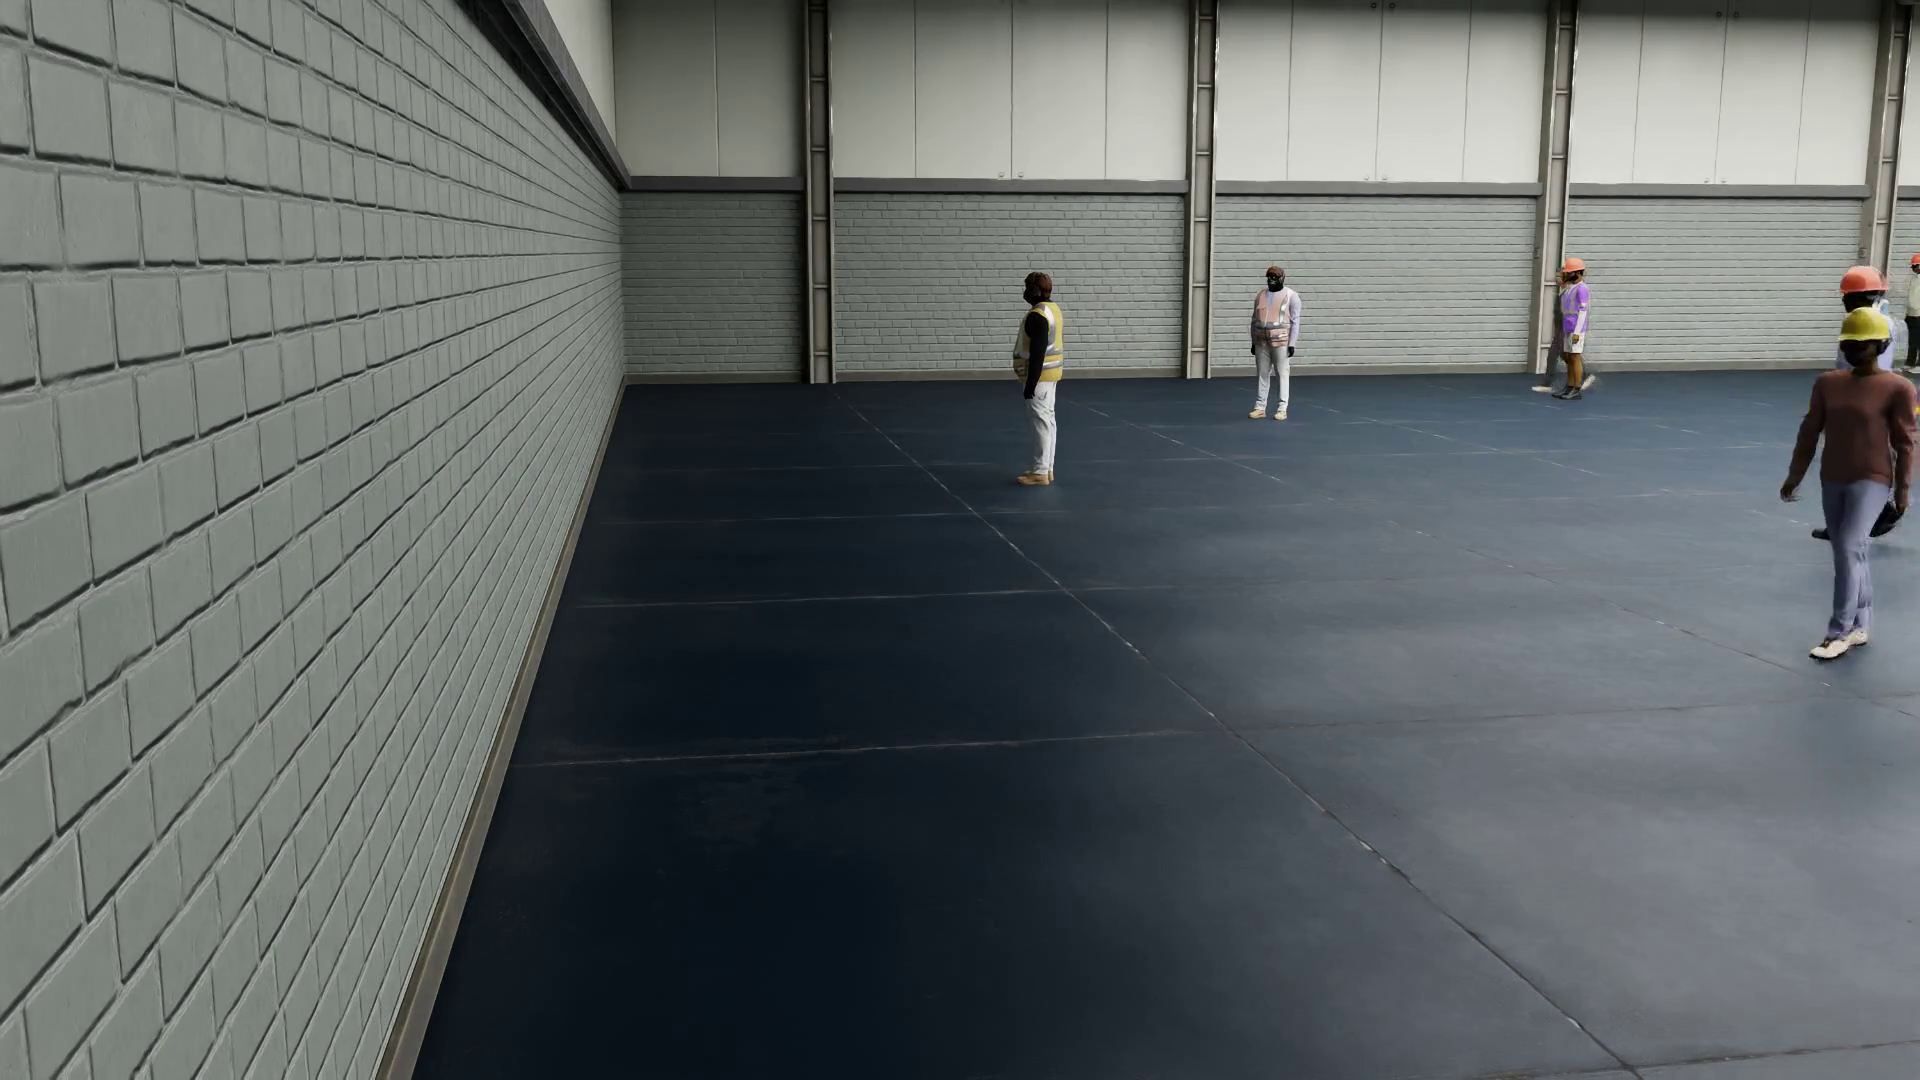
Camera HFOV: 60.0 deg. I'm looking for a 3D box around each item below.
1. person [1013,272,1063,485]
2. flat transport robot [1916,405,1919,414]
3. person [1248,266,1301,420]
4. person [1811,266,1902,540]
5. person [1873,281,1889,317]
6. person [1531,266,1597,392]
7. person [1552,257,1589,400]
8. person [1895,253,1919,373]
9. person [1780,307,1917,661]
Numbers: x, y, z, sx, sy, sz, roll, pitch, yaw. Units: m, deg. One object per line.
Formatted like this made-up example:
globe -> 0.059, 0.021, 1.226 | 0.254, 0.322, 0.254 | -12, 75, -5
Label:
person -> 0.673, -1.401, 14.485 | 0.429, 1.844, 0.622 | 3, 10, 15
flat transport robot -> 11.148, -1.645, 20.403 | 1.431, 0.197, 0.652 | -7, 12, -34
person -> 3.779, -2.374, 20.087 | 0.624, 1.844, 0.429 | 7, 12, 37
person -> 6.233, -0.924, 11.501 | 0.573, 1.920, 0.490 | -6, 11, -30
person -> 12.523, -2.758, 22.877 | 0.306, 1.639, 0.523 | -2, 10, -12
person -> 8.727, -3.013, 23.861 | 0.866, 1.818, 0.520 | 2, 10, 11
person -> 8.379, -2.886, 22.759 | 0.358, 1.937, 0.544 | 0, 10, 2
person -> 15.965, -3.777, 27.736 | 0.398, 1.988, 0.613 | 0, 10, -1
person -> 4.390, -0.276, 8.302 | 0.737, 1.742, 0.533 | -4, 11, -24
